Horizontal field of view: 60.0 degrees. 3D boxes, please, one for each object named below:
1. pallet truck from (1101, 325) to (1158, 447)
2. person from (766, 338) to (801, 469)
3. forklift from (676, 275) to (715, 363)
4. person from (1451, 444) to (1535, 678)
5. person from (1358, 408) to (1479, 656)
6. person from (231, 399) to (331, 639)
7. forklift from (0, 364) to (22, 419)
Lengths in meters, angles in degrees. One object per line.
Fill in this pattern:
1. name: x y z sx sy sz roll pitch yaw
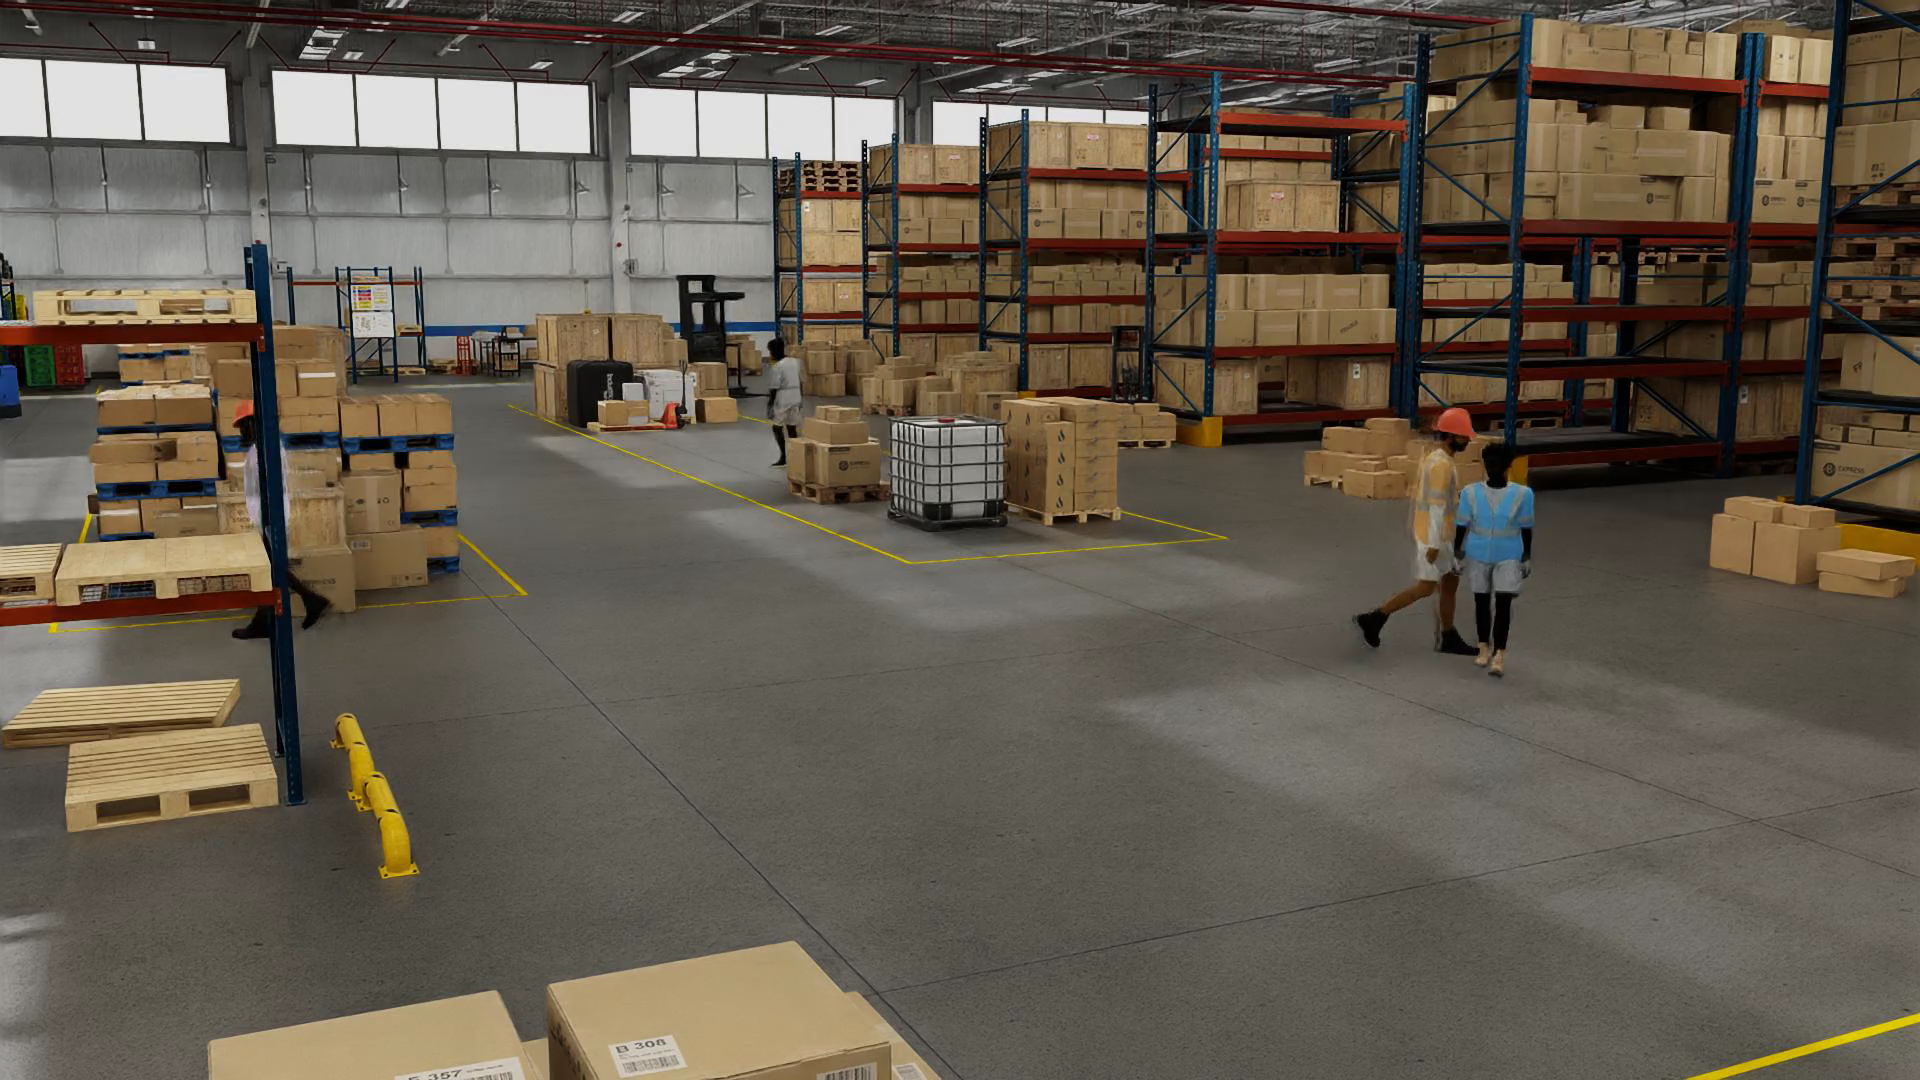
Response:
1. pallet truck: 2.881 -2.596 27.923 0.823 1.965 1.885 -1 9 -7
2. person: -2.564 -2.005 24.523 0.413 1.931 0.680 7 12 38
3. forklift: -6.039 -4.683 38.139 1.873 2.768 1.129 7 11 35
4. person: 3.799 0.149 11.929 0.551 1.657 0.824 5 10 27
5. person: 3.492 -0.060 12.526 0.832 1.901 0.586 3 10 17
6. person: -5.427 -0.171 13.204 0.676 1.903 0.611 -2 9 -14
7. forklift: -19.331 -3.695 32.012 1.873 2.768 1.129 2 9 11
